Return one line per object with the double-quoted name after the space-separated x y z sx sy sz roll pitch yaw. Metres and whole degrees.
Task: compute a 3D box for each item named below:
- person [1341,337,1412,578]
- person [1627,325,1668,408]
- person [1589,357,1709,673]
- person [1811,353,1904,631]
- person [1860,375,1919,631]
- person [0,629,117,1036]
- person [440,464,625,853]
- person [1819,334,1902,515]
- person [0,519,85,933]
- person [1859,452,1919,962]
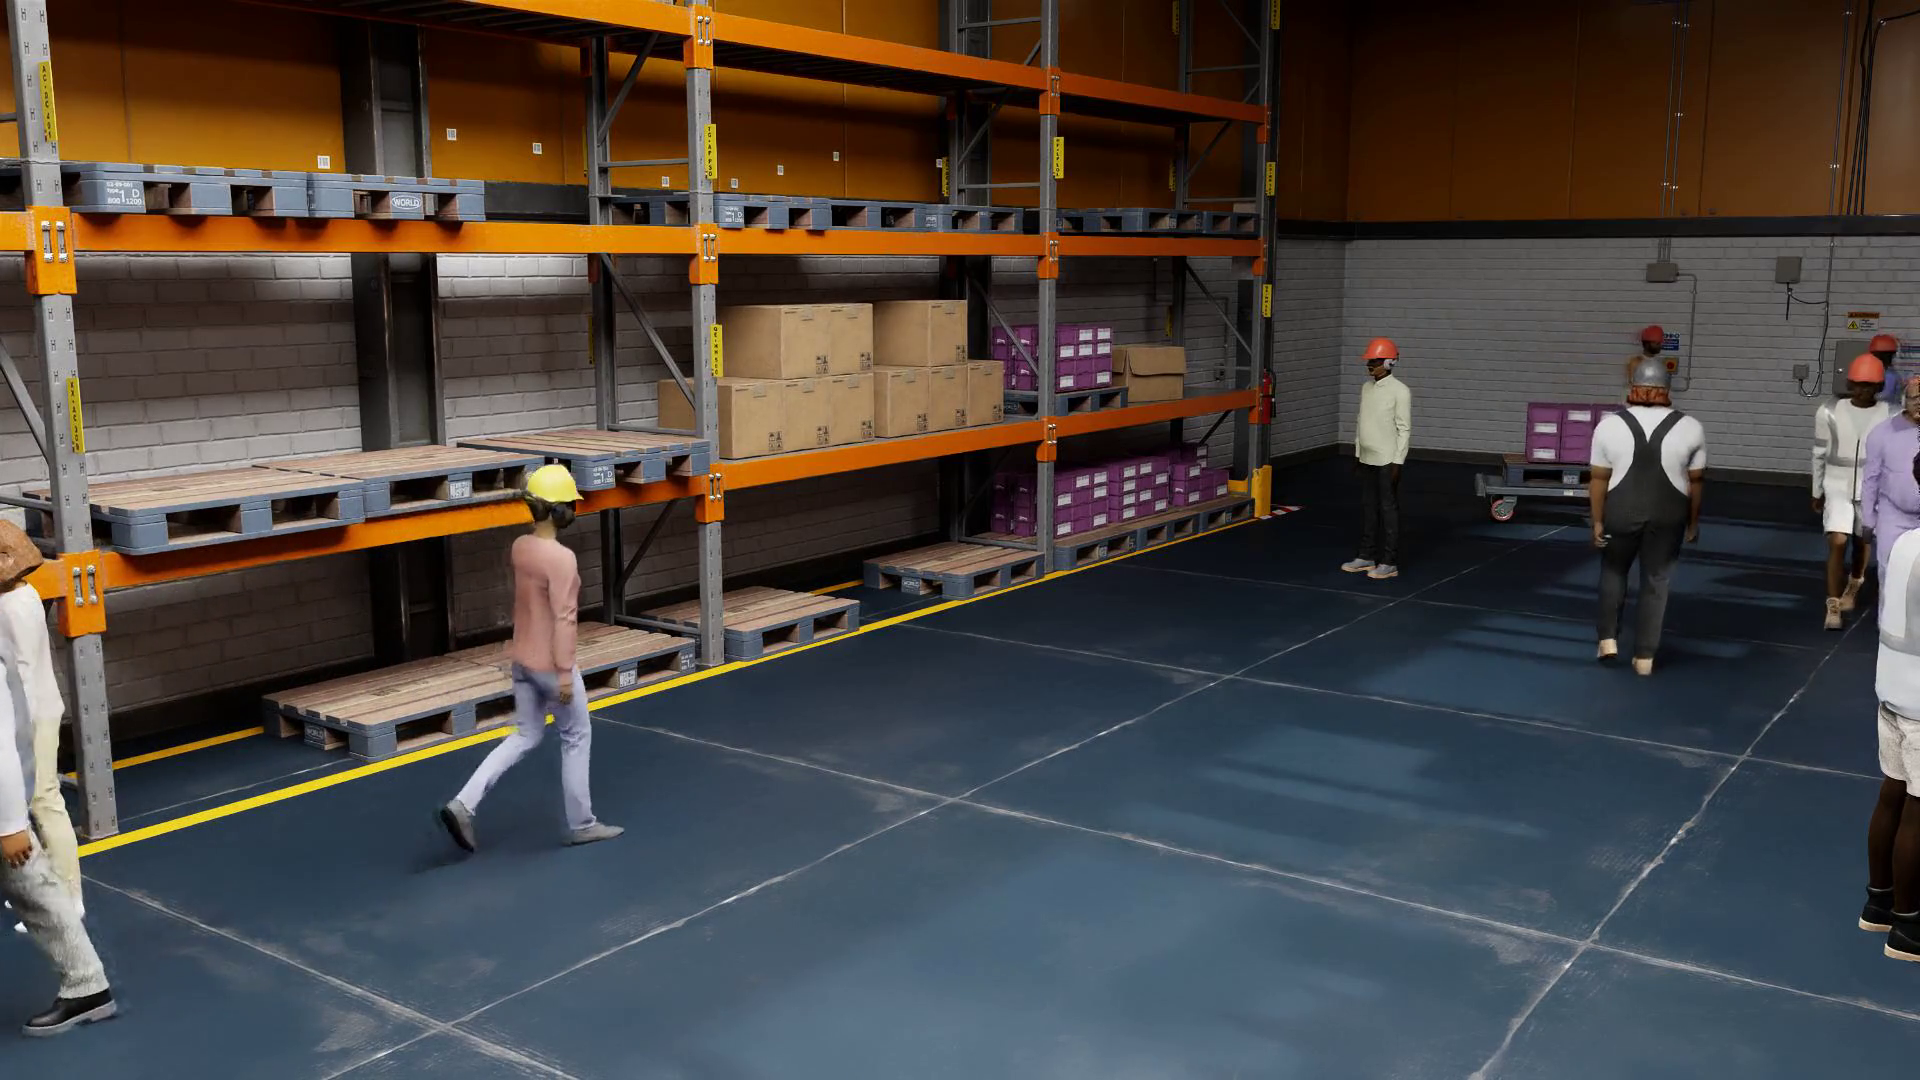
3.482 -0.683 13.839 0.378 1.996 0.611 -4 10 -23 "person"
7.730 -1.489 18.913 0.548 1.912 0.794 -6 11 -32 "person"
4.396 -0.172 10.661 0.690 2.000 0.539 4 10 22 "person"
6.528 -0.377 12.099 0.623 1.977 1.130 5 11 28 "person"
6.332 -0.160 11.047 0.657 1.886 0.596 5 11 27 "person"
-3.293 0.836 5.410 0.945 1.781 0.617 -6 11 -34 "person"
-1.901 0.543 7.318 0.745 1.745 0.532 -8 13 -41 "person"
9.337 -1.124 16.792 0.976 1.900 0.559 4 10 23 "person"
-3.710 0.721 6.588 0.285 1.626 0.493 -7 12 -34 "person"
3.661 0.603 6.269 0.367 1.966 0.605 2 10 12 "person"
